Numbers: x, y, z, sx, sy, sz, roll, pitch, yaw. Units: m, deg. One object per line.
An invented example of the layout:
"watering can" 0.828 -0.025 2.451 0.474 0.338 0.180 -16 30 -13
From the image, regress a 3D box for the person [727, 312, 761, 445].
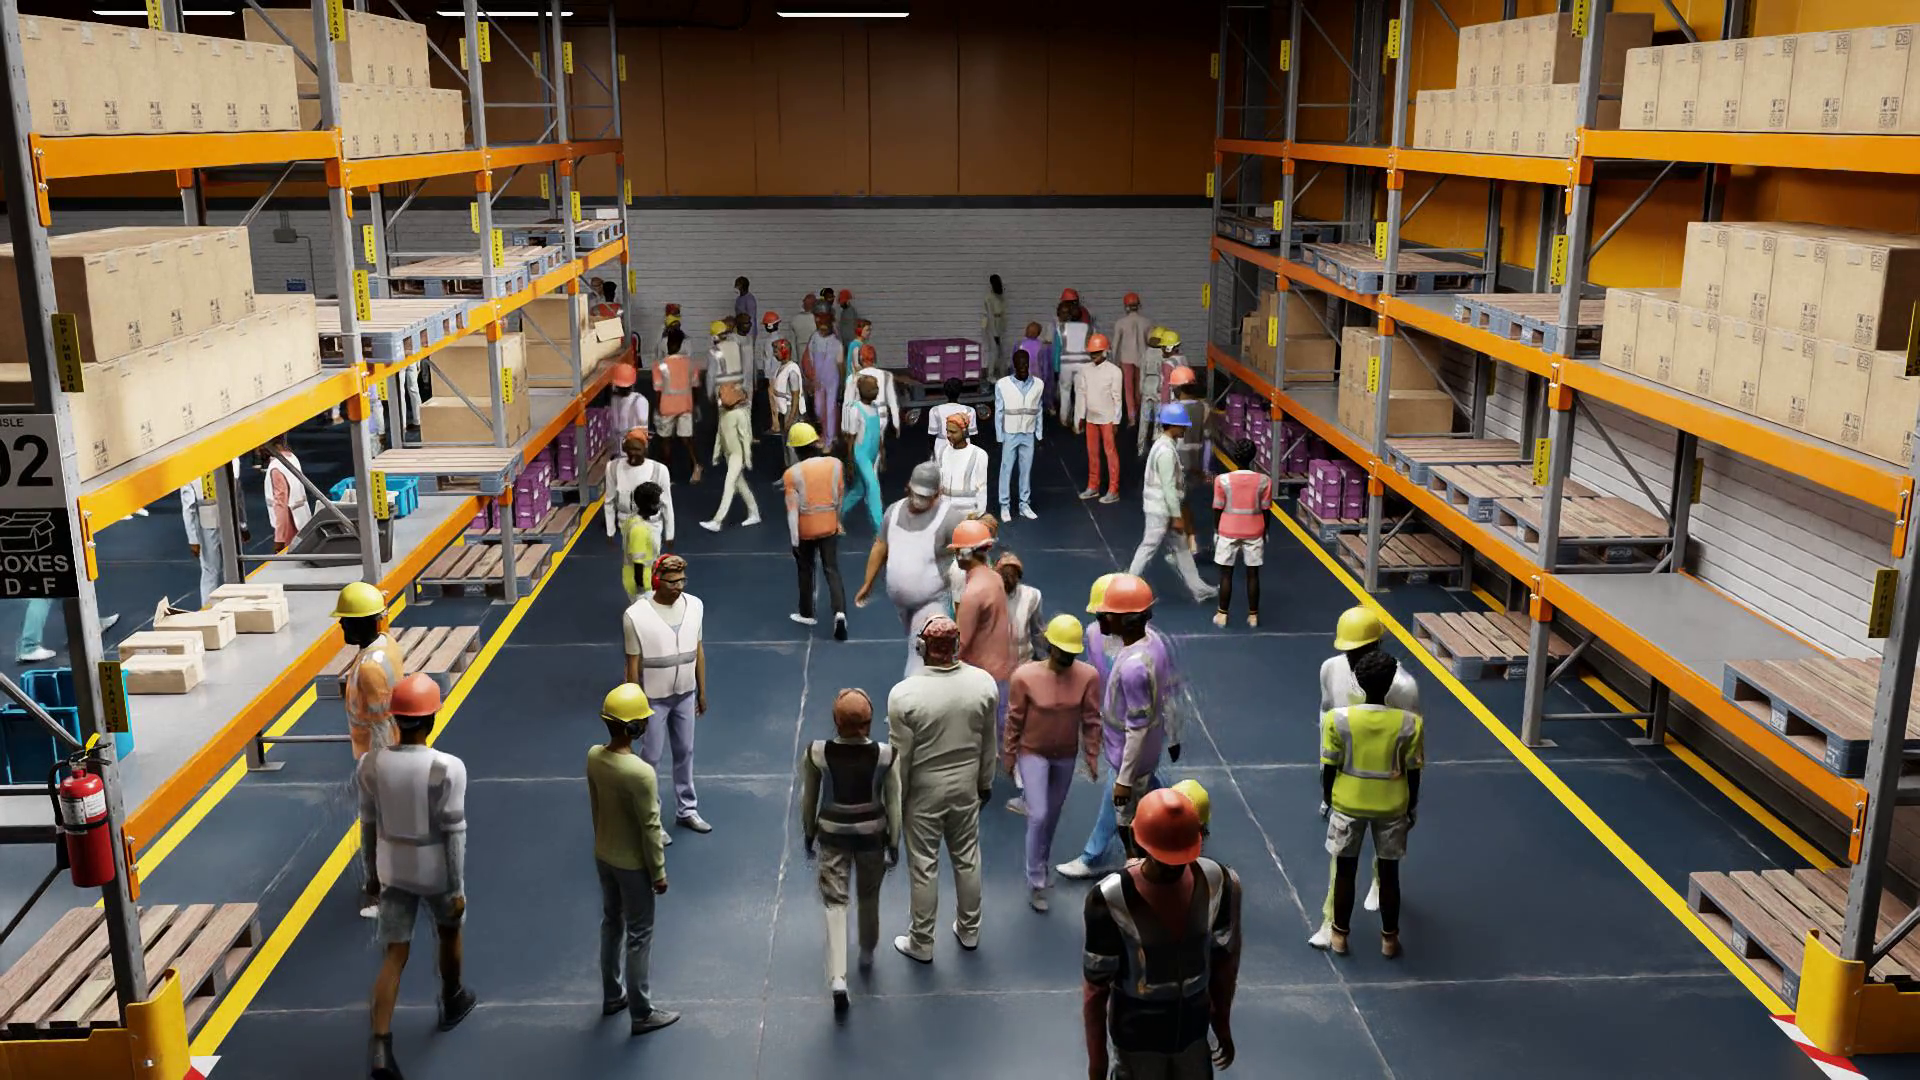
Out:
"person" -2.971 -2.187 22.720 0.342 1.840 0.507 9 17 33

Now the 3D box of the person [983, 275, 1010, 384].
"person" 0.641 -3.519 27.892 0.543 1.868 0.684 11 18 36

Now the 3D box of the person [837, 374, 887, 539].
"person" -1.051 -0.873 17.615 0.910 1.818 0.515 6 16 23

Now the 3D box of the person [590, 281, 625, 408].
"person" -5.385 -3.017 25.710 0.608 1.966 0.372 -1 14 -3

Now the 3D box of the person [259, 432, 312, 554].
"person" -5.793 -0.092 14.354 0.402 1.905 0.605 -3 15 -13

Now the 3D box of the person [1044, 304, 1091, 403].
"person" 1.816 -2.971 25.952 0.687 1.775 1.026 -11 18 -36

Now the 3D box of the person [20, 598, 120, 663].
"person" -7.554 0.042 13.915 0.670 1.853 1.013 8 16 27

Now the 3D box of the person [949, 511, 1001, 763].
"person" 0.099 0.698 11.387 0.350 1.838 0.506 6 15 21

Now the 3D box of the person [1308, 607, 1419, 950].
"person" 2.231 1.260 9.148 0.609 1.873 0.969 10 18 35

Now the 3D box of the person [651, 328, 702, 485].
"person" -3.417 -1.594 20.201 0.632 1.932 0.773 -9 17 -32

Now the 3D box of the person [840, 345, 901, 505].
"person" -1.073 -1.357 19.449 0.666 1.832 0.962 -7 16 -25

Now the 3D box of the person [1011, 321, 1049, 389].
"person" 0.988 -2.267 23.458 0.544 1.614 0.659 1 14 5

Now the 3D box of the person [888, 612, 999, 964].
"person" -0.117 1.310 8.845 0.651 1.907 0.409 -8 16 -28

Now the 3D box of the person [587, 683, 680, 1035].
"person" -1.619 1.555 8.185 0.333 1.760 0.527 -14 20 -43

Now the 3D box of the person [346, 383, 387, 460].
"person" -6.743 -1.291 19.007 0.542 1.931 0.375 10 17 34

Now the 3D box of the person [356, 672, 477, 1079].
"person" -2.586 1.577 7.834 0.553 1.898 0.965 1 14 5

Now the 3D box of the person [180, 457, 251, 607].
"person" -6.421 -0.091 14.353 0.410 1.908 0.598 7 16 26

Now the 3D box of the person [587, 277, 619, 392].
"person" -5.878 -3.351 27.187 0.659 1.895 0.404 1 14 6

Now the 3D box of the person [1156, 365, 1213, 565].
"person" 2.188 -0.736 16.634 0.608 2.029 0.454 -10 17 -34

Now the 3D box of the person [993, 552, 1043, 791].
"person" 0.302 0.820 11.406 0.538 1.587 0.893 -2 14 -9

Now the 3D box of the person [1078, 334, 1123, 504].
"person" 1.627 -1.416 19.402 0.421 1.985 0.612 -13 19 -41

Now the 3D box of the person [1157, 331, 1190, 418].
"person" 2.669 -1.713 20.890 0.412 1.820 0.599 8 16 27

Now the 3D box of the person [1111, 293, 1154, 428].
"person" 2.526 -2.618 24.221 0.634 1.942 1.005 -1 14 -5

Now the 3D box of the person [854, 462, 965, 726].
"person" -0.388 0.364 12.289 0.778 2.000 0.992 10 18 36

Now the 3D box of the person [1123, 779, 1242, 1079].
"person" 0.896 1.871 7.026 0.509 1.720 0.923 7 16 27

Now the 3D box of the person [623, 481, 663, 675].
"person" -2.464 0.354 13.026 0.346 1.680 0.606 -2 14 -10

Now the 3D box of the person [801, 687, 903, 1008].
"person" -0.552 1.550 8.502 0.521 1.614 0.773 -1 14 -4

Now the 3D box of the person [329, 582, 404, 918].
"person" -3.283 1.170 9.354 0.366 1.926 0.594 -4 15 -14

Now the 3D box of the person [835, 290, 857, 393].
"person" -1.893 -3.194 26.911 0.640 1.706 0.612 -4 15 -15

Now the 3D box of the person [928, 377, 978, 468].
"person" -0.075 -0.914 17.993 0.540 1.695 0.317 1 14 3
